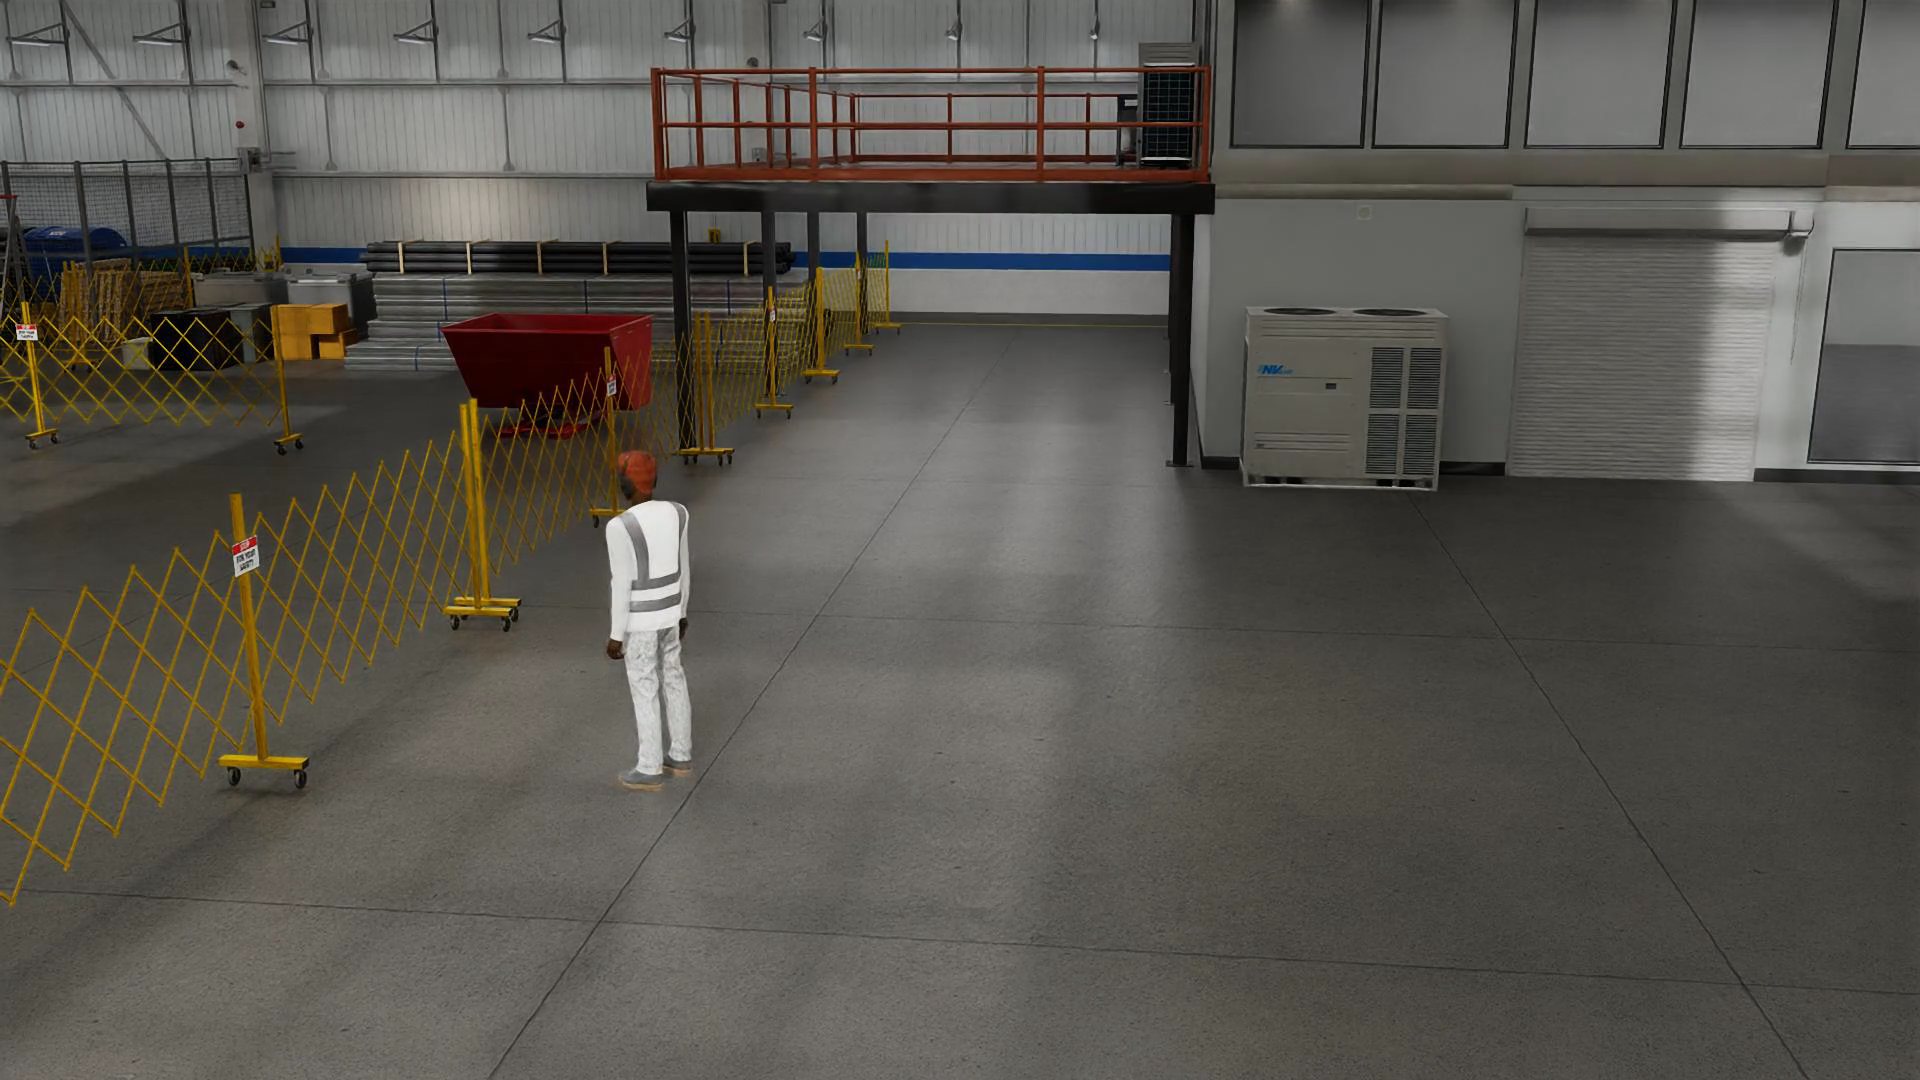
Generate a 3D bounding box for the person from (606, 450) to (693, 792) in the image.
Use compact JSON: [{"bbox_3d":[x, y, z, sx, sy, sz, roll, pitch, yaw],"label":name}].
[{"bbox_3d":[-1.695,0.437,9.078,0.337,1.882,0.585,9,16,32],"label":"person"}]
